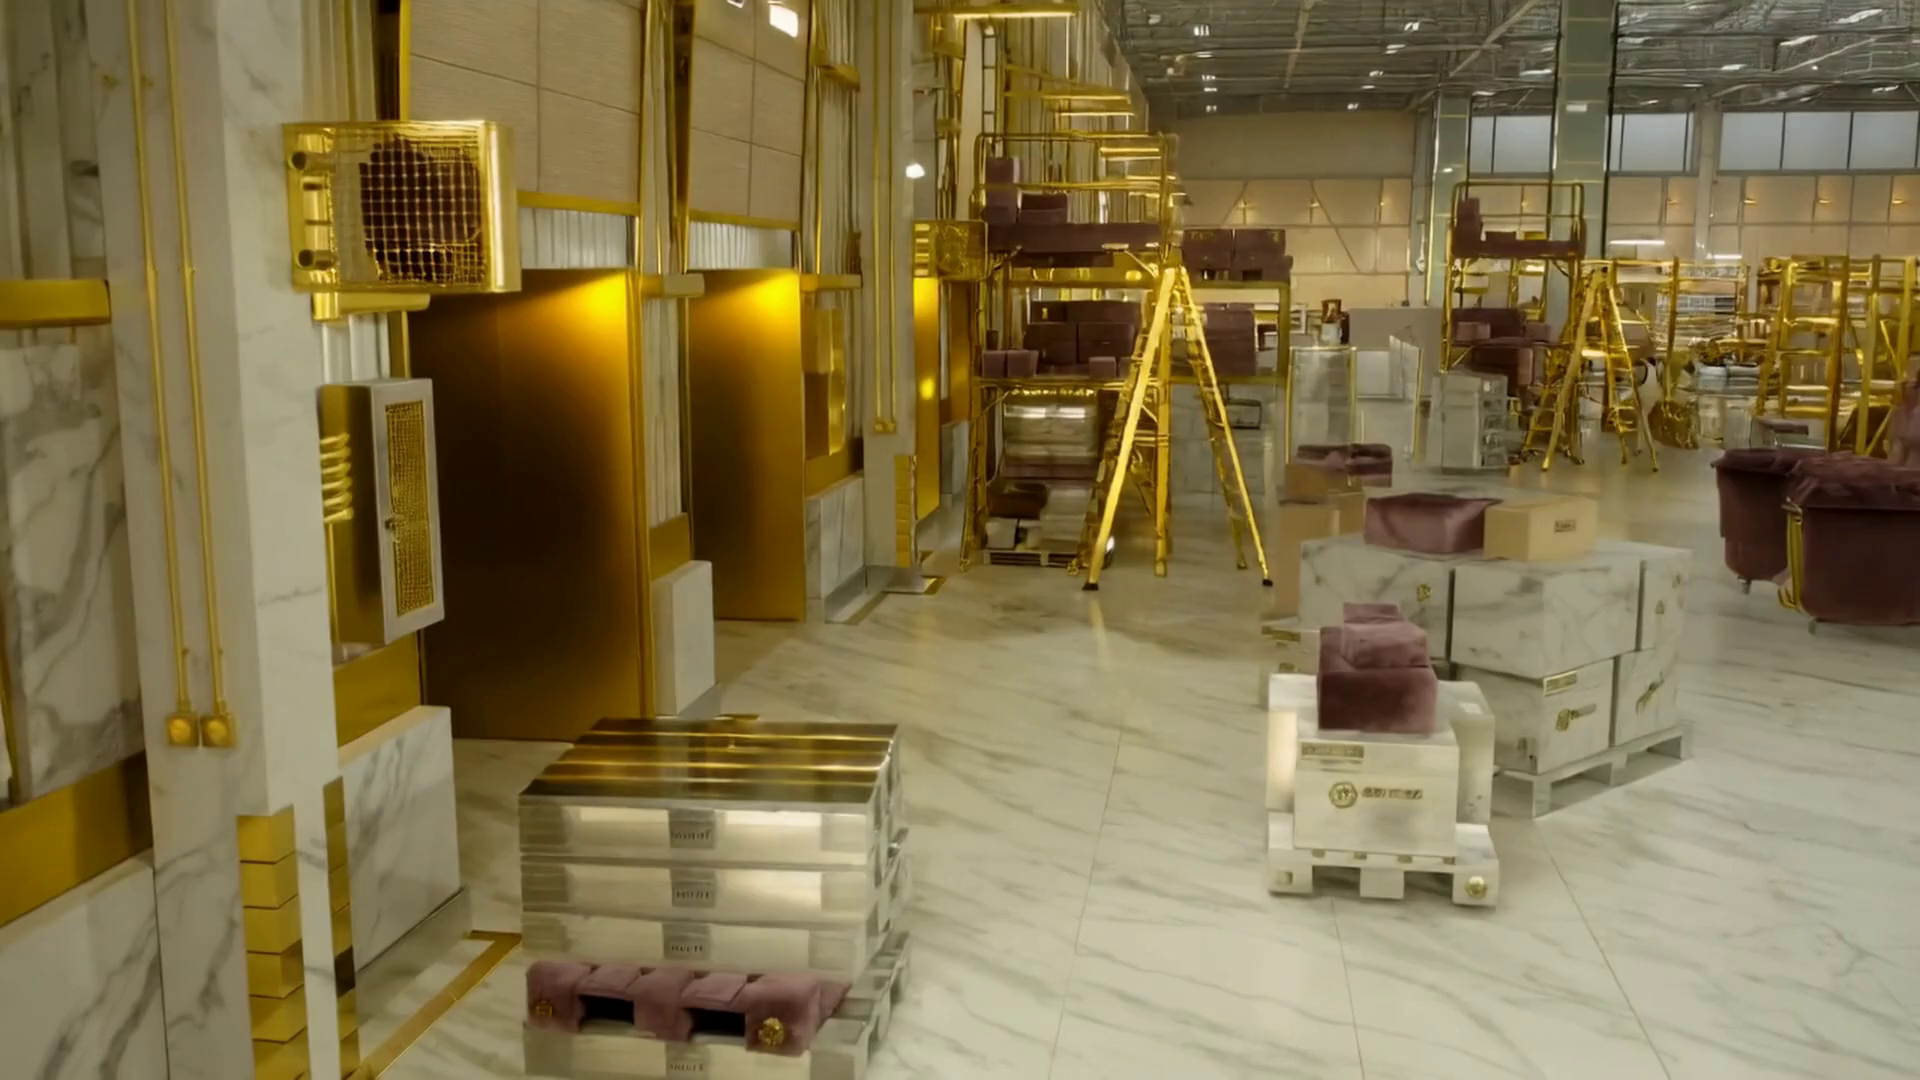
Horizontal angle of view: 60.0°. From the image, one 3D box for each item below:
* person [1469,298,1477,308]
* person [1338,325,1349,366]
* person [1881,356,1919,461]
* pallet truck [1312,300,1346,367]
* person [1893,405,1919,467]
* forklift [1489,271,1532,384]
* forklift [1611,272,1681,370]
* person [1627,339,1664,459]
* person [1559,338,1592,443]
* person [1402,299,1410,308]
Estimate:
[{"bbox_3d":[17.115,-7.182,56.075,0.807,1.916,0.547,-2,9,-10],"label":"person"},{"bbox_3d":[9.418,-4.524,39.925,0.583,1.837,0.983,4,10,24],"label":"person"},{"bbox_3d":[10.952,-1.191,19.231,0.537,1.865,0.312,1,9,9],"label":"person"},{"bbox_3d":[11.159,-6.200,49.718,0.823,1.965,1.885,4,10,26],"label":"pallet truck"},{"bbox_3d":[8.842,-0.570,15.184,0.584,1.949,0.686,-6,11,-33],"label":"person"},{"bbox_3d":[13.422,-5.322,41.591,1.873,2.768,1.129,1,9,9],"label":"forklift"},{"bbox_3d":[19.222,-6.164,46.783,1.873,2.768,1.129,-3,10,-17],"label":"forklift"},{"bbox_3d":[10.367,-2.106,25.016,0.507,1.825,0.765,-2,9,-14],"label":"person"},{"bbox_3d":[10.158,-2.466,27.478,0.494,1.741,0.315,1,9,9],"label":"person"},{"bbox_3d":[14.308,-6.779,53.469,0.637,1.938,0.355,1,9,9],"label":"person"}]
